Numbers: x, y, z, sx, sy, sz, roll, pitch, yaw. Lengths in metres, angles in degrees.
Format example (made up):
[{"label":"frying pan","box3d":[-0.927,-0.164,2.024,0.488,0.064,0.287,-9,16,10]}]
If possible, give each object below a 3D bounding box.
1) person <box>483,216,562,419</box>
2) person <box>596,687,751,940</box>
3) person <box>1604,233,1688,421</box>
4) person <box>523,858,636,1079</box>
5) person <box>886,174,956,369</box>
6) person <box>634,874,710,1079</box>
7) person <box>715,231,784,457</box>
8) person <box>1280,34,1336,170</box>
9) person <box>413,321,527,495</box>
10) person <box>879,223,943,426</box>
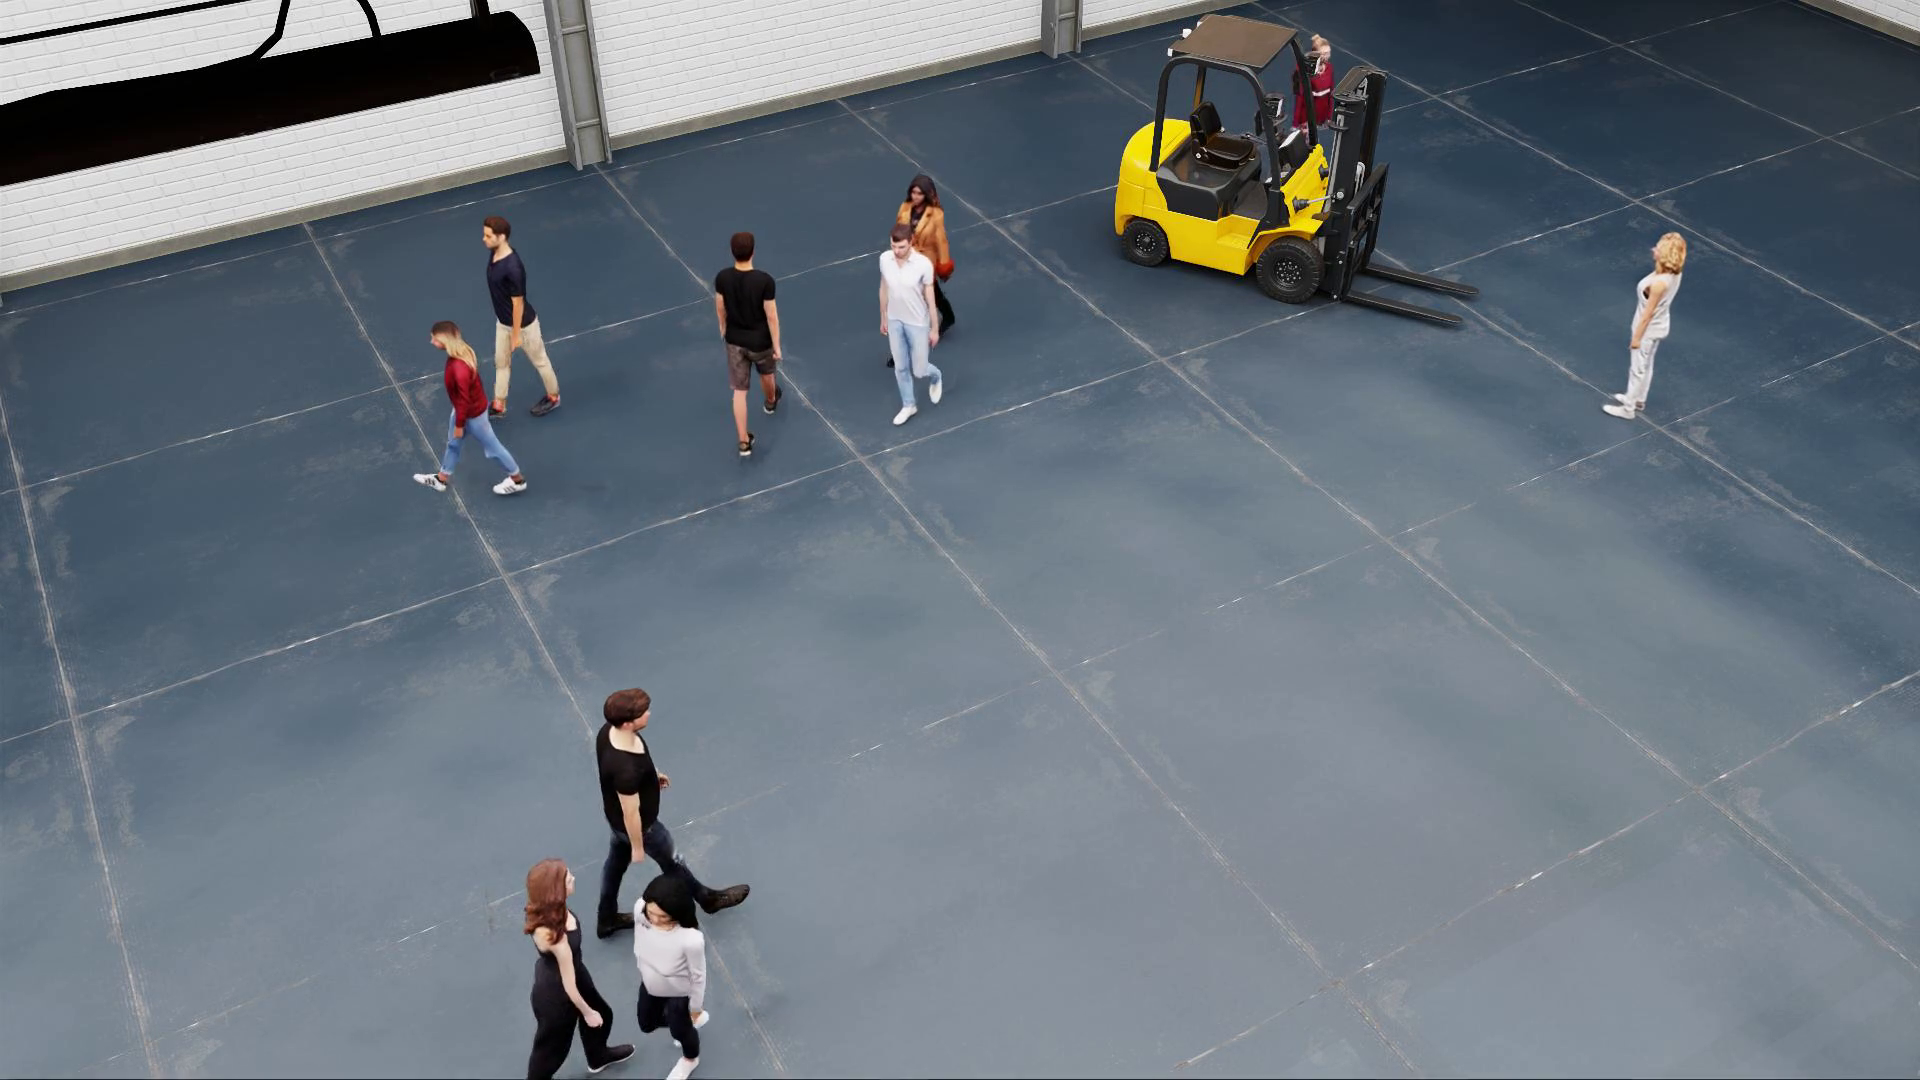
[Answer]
[{"label":"person","box3d":[-3.533,-1.823,13.579,0.998,1.834,0.755,-26,45,-29]},{"label":"person","box3d":[-1.915,1.578,9.305,1.166,1.855,0.773,-16,41,-19]},{"label":"person","box3d":[5.664,-1.747,13.615,0.721,1.671,0.595,27,46,30]},{"label":"person","box3d":[-2.105,2.311,8.499,0.891,1.715,0.717,-6,39,-8]},{"label":"person","box3d":[-0.278,-2.383,14.421,1.015,1.660,1.329,27,46,29]},{"label":"person","box3d":[-1.418,2.232,8.624,0.774,1.681,0.805,26,45,29]},{"label":"person","box3d":[-1.713,-1.526,13.227,1.254,1.810,1.190,3,39,4]},{"label":"person","box3d":[3.487,-4.256,16.770,1.045,1.655,0.828,-28,46,-30]},{"label":"person","box3d":[-3.653,-0.976,12.717,1.120,1.587,0.774,-10,40,-12]},{"label":"person","box3d":[-0.376,-1.808,13.560,0.892,1.835,0.962,18,42,21]}]
